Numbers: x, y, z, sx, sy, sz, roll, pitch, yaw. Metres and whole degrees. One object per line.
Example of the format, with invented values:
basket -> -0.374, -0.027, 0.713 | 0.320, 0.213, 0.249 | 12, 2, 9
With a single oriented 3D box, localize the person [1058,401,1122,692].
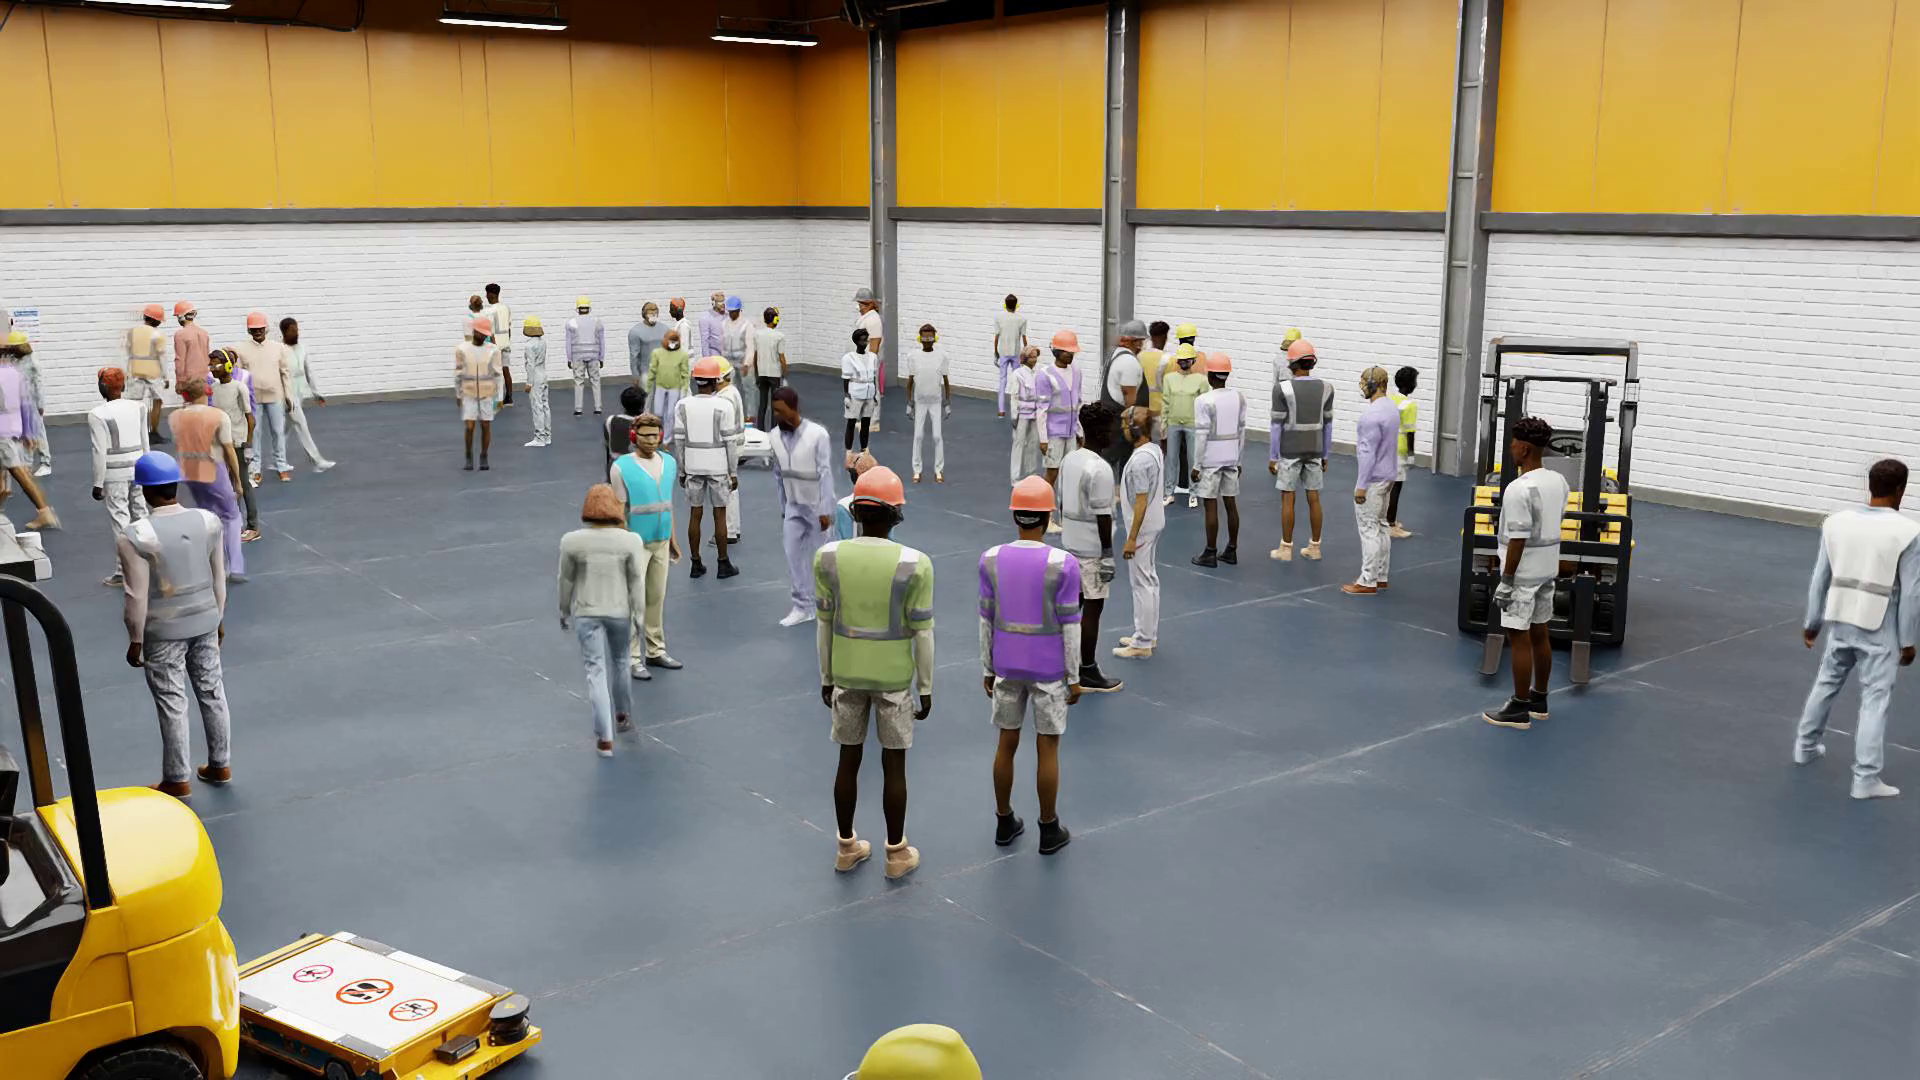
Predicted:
person -> 0.876, 0.040, 11.224 | 0.364, 1.964, 0.611 | -5, 13, -22

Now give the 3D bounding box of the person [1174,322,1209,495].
person -> 2.537, -1.470, 18.618 | 0.594, 1.922, 0.384 | -10, 16, -41

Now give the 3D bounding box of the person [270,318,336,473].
person -> -7.993, -1.738, 20.046 | 1.000, 1.861, 0.605 | 3, 12, 13

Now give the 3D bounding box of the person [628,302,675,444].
person -> -4.127, -2.227, 22.282 | 0.636, 1.928, 0.386 | -10, 16, -41

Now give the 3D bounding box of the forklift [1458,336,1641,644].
forklift -> 4.683, -0.471, 13.136 | 1.214, 2.155, 2.313 | 4, 12, 20

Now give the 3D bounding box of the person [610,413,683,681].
person -> -2.189, 0.030, 11.574 | 0.390, 1.841, 0.564 | 8, 14, 33

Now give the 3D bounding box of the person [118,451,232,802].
person -> -4.317, 0.473, 9.173 | 0.383, 1.949, 0.605 | 7, 13, 29

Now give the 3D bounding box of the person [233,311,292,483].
person -> -8.103, -1.657, 19.345 | 0.622, 1.994, 0.381 | -6, 13, -25

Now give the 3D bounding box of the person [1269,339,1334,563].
person -> 3.085, -0.808, 15.168 | 0.604, 2.034, 0.417 | -3, 12, -15

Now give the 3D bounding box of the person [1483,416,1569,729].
person -> 3.554, 0.202, 10.438 | 0.610, 1.964, 0.365 | -11, 16, -42

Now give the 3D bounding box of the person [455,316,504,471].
person -> -5.796, -1.761, 20.094 | 0.560, 1.890, 0.582 | -3, 12, -14

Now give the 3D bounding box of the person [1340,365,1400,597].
person -> 3.461, -0.493, 13.904 | 0.378, 1.929, 0.636 | 7, 14, 30

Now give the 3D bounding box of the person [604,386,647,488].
person -> -2.911, -0.548, 14.790 | 0.553, 1.661, 0.378 | 6, 13, 28

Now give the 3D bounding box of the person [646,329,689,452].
person -> -3.815, -1.953, 21.696 | 0.563, 1.606, 0.348 | -2, 12, -9

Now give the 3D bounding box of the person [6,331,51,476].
person -> -11.140, -1.619, 19.807 | 0.486, 1.738, 0.322 | 3, 12, 13

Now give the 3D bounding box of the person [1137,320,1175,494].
person -> 2.134, -1.474, 18.584 | 0.630, 1.951, 0.497 | 10, 16, 41

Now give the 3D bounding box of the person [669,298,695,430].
person -> -3.974, -2.511, 23.763 | 0.358, 1.880, 0.575 | -3, 12, -14

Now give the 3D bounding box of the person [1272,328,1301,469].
person -> 4.010, -1.706, 20.213 | 0.333, 1.735, 0.490 | -10, 15, -40

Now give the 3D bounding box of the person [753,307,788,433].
person -> -2.529, -2.175, 22.193 | 0.523, 1.858, 0.337 | 6, 13, 26

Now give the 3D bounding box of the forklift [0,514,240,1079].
forklift -> -3.687, 1.115, 5.480 | 2.313, 2.155, 1.214 | -9, 15, -36

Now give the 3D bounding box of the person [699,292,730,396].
person -> -3.556, -2.720, 24.699 | 0.409, 1.909, 0.643 | 9, 15, 37

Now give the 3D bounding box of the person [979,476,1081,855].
person -> 0.362, 0.633, 8.457 | 0.545, 1.929, 0.389 | 5, 13, 24

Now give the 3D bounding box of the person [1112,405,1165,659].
person -> 1.293, -0.053, 11.986 | 0.344, 1.839, 0.504 | 4, 12, 18

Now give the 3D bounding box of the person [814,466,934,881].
person -> -0.407, 0.651, 8.126 | 0.601, 2.036, 0.404 | 3, 12, 14

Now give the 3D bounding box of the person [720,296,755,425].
person -> -3.215, -2.529, 23.783 | 0.616, 1.893, 0.980 | 5, 13, 22

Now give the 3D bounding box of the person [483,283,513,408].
person -> -7.294, -3.062, 26.206 | 0.361, 1.963, 0.616 | 4, 12, 20

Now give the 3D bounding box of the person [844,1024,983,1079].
person -> -0.084, 1.774, 3.176 | 0.404, 1.828, 0.601 | 1, 12, 7

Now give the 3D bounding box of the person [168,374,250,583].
person -> -6.414, -0.499, 14.191 | 0.592, 1.817, 0.450 | 3, 12, 12

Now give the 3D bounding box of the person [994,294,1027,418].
person -> 0.762, -2.761, 25.028 | 0.516, 1.860, 0.325 | 0, 12, 1

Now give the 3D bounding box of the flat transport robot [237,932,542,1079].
flat transport robot -> -2.409, 1.854, 6.576 | 1.431, 0.197, 0.652 | 7, 14, 31

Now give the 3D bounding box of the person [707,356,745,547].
person -> -2.251, -0.844, 15.864 | 0.403, 1.817, 0.601 | -1, 12, -4

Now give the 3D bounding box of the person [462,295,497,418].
person -> -7.238, -2.764, 25.062 | 0.517, 1.843, 0.325 | -10, 15, -39

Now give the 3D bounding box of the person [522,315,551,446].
person -> -5.672, -2.125, 22.218 | 0.290, 1.745, 0.487 | 2, 12, 9

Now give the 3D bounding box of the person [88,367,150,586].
person -> -7.179, -0.542, 14.237 | 0.355, 1.883, 0.575 | 4, 12, 18

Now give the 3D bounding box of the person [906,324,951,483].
person -> -0.367, -1.586, 19.344 | 0.516, 1.861, 0.321 | 0, 12, 2

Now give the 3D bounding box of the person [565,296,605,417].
person -> -5.669, -2.769, 25.151 | 0.585, 1.823, 0.404 | -6, 13, -25

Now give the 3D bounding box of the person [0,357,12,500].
person -> -10.663, -1.369, 18.097 | 0.373, 1.940, 0.628 | 8, 14, 35

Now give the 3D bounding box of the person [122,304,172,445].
person -> -10.970, -2.212, 22.314 | 0.739, 1.888, 0.435 | 1, 12, 4

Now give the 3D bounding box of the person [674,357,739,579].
person -> -2.196, -0.627, 14.516 | 0.551, 1.934, 0.373 | 2, 12, 11

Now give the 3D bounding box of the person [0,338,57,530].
person -> -9.543, -1.064, 16.541 | 1.055, 1.991, 0.616 | 1, 12, 3

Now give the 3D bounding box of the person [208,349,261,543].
person -> -7.019, -0.905, 16.027 | 0.535, 1.868, 0.309 | 6, 13, 26

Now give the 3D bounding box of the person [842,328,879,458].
person -> -1.236, -1.784, 20.684 | 0.540, 1.695, 0.317 | -10, 16, -41

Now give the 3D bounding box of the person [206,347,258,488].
person -> -8.265, -1.378, 18.895 | 0.513, 1.630, 0.317 | -8, 14, -34

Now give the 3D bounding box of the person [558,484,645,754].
person -> -2.179, 0.448, 10.140 | 0.515, 1.589, 0.833 | -3, 12, -13

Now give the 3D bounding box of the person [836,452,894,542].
person -> -0.632, 0.230, 11.098 | 0.306, 1.640, 0.522 | 10, 15, 39

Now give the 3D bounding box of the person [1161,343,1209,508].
person -> 2.401, -1.228, 17.831 | 0.524, 1.769, 0.314 | 4, 12, 20

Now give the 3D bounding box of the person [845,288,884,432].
person -> -1.353, -2.554, 23.569 | 0.536, 2.000, 0.684 | -3, 12, -12

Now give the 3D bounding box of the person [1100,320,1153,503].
person -> 1.792, -1.415, 18.070 | 0.760, 2.000, 0.693 | -1, 12, -5

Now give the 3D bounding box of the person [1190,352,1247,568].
person -> 2.302, -0.719, 14.956 | 0.547, 1.938, 0.379 | -6, 13, -28

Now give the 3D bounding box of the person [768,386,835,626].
person -> -1.140, -0.297, 13.066 | 0.618, 1.876, 0.775 | 8, 14, 34

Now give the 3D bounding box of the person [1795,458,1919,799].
person -> 5.096, 0.462, 9.409 | 0.476, 1.893, 0.662 | -6, 13, -25

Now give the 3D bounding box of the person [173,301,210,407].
person -> -9.925, -2.092, 21.502 | 0.411, 1.980, 0.625 | 2, 12, 11

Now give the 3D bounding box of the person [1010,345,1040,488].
person -> 0.769, -1.404, 18.994 | 0.310, 1.636, 0.522 | 11, 16, 44

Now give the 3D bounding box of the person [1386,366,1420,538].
person -> 4.279, -0.860, 16.265 | 0.387, 1.684, 0.562 | -3, 12, -16

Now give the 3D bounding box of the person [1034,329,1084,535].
person -> 1.007, -1.059, 16.390 | 0.611, 2.030, 0.410 | -11, 16, -43
